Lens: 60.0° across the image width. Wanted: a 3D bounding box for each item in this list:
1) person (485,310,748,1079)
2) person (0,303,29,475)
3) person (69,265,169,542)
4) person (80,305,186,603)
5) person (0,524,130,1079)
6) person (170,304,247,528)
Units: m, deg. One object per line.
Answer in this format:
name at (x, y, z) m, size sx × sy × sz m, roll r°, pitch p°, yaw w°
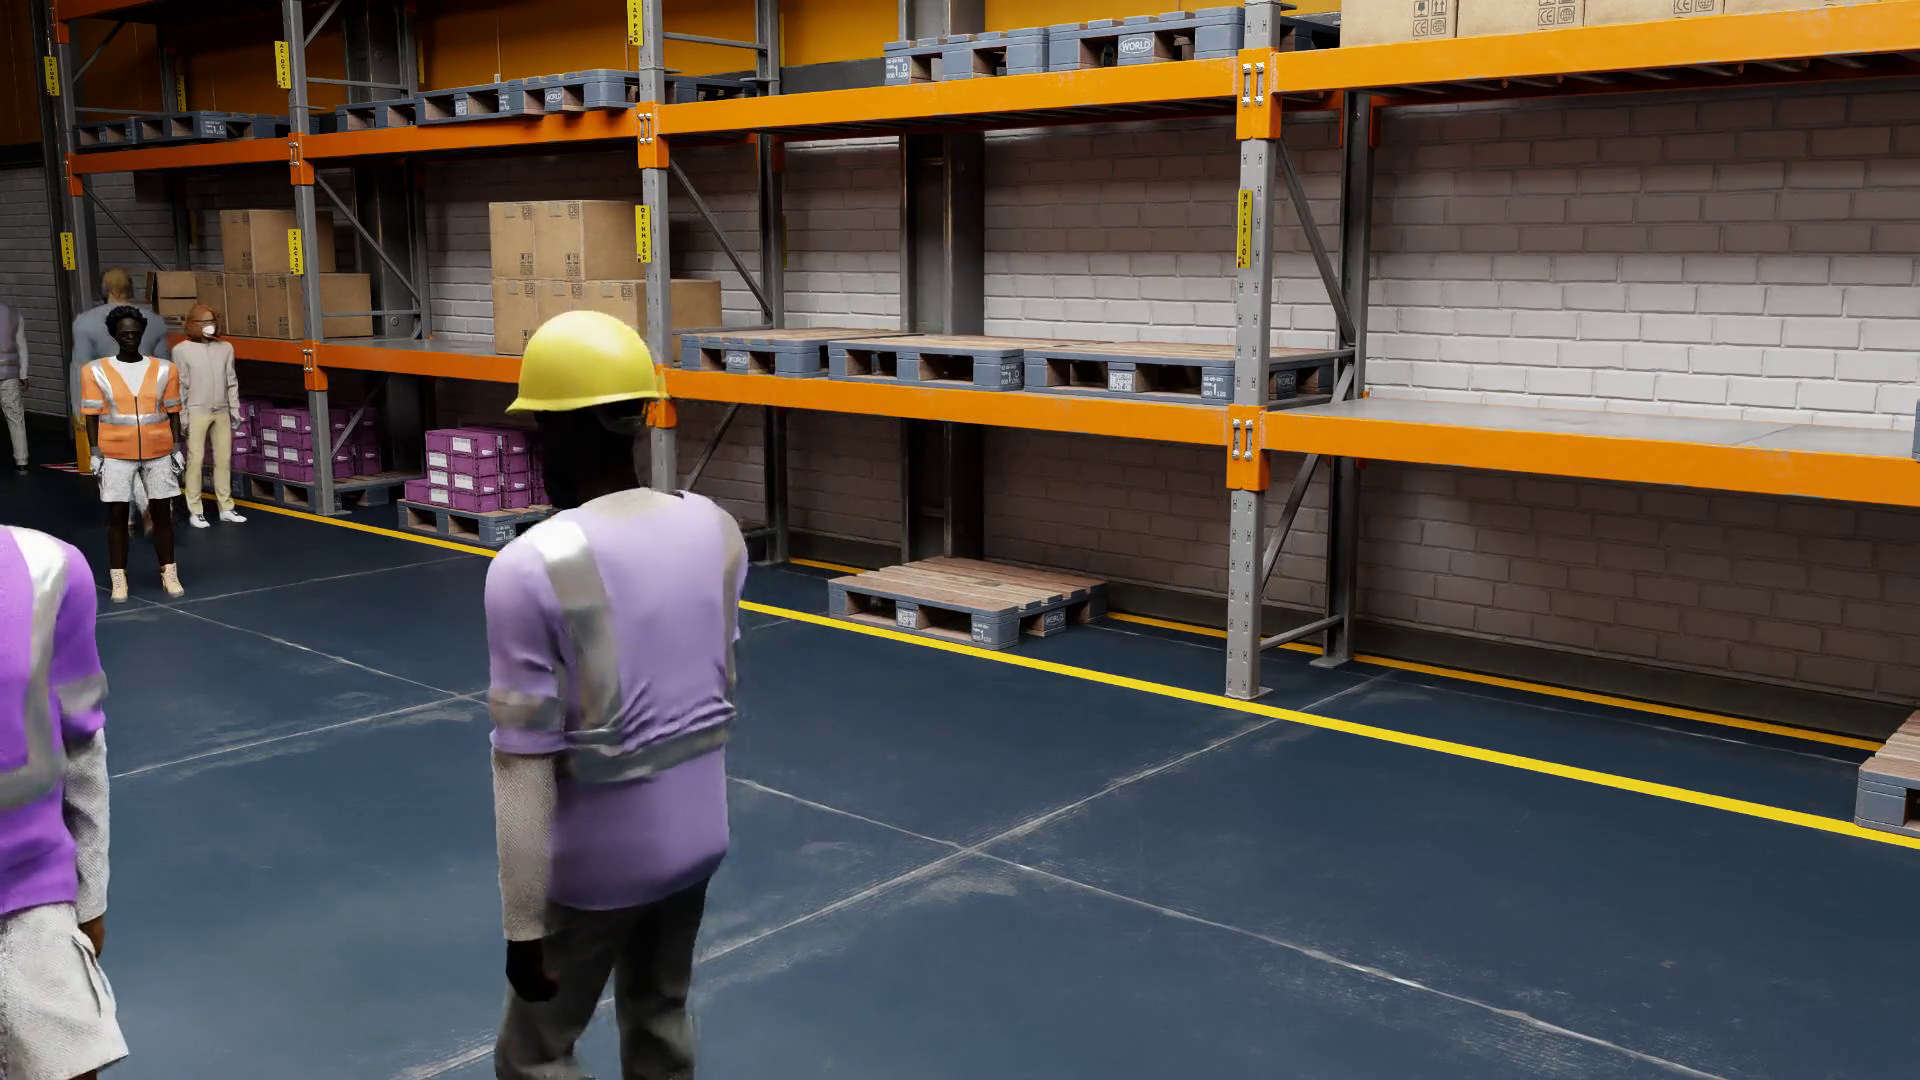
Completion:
person at (-0.613, 0.547, 3.017) m, size 0.501 × 1.914 × 0.612 m, roll 7°, pitch 12°, yaw 35°
person at (-8.577, -1.464, 14.742) m, size 0.403 × 1.822 × 0.589 m, roll 10°, pitch 14°, yaw 44°
person at (-5.715, -0.926, 11.453) m, size 0.886 × 1.907 × 0.676 m, roll 8°, pitch 13°, yaw 38°
person at (-4.734, -0.493, 9.562) m, size 0.535 × 1.700 × 0.318 m, roll -7°, pitch 12°, yaw -34°
person at (-1.583, 0.626, 2.643) m, size 0.543 × 1.896 × 0.780 m, roll -8°, pitch 13°, yaw -39°
person at (-5.477, -0.903, 12.117) m, size 0.283 × 1.626 × 0.505 m, roll 6°, pitch 12°, yaw 31°
